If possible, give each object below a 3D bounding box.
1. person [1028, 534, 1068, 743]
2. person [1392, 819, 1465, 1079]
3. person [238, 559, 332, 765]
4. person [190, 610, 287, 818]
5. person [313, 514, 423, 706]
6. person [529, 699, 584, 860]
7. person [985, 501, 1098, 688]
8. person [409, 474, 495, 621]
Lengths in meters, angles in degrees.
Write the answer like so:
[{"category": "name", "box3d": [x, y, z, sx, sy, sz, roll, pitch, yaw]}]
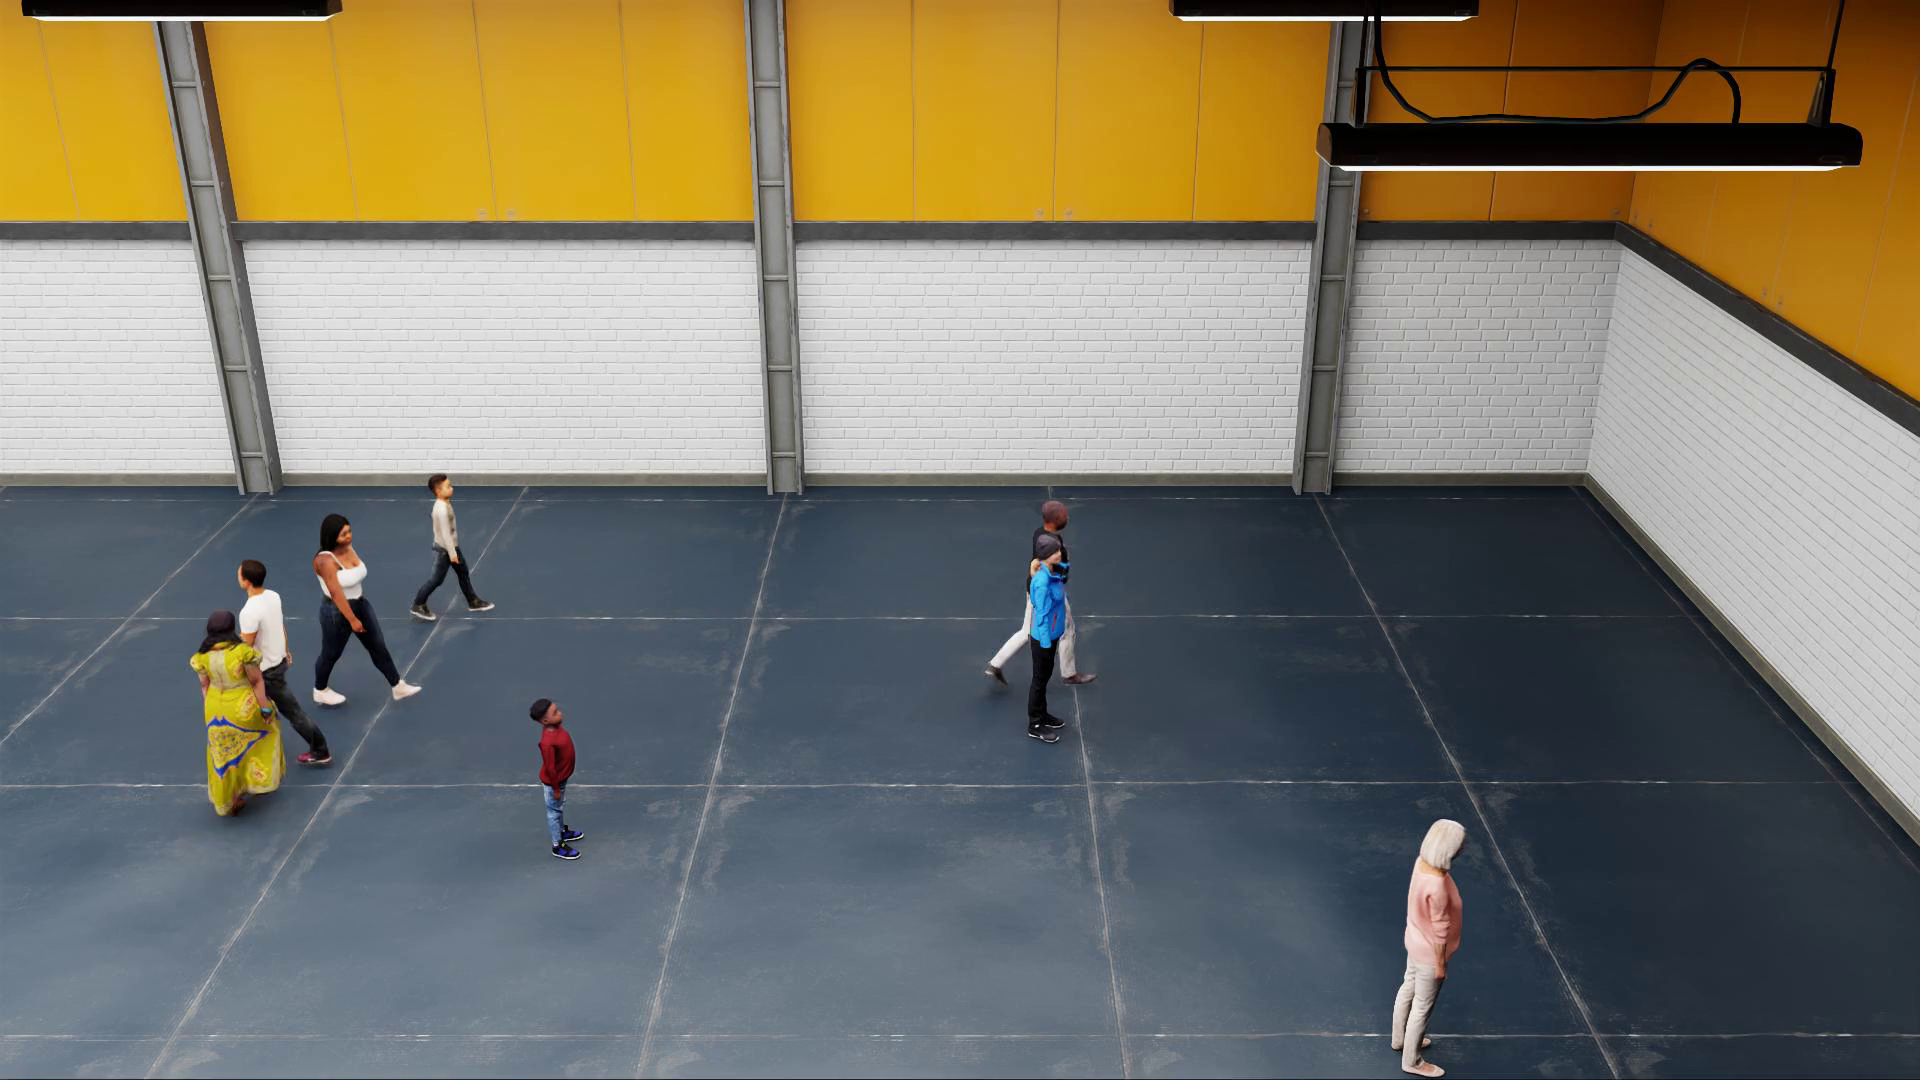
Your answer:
[{"category": "person", "box3d": [0.697, 0.788, 13.647, 0.610, 1.797, 0.667, 6, 24, 14]}, {"category": "person", "box3d": [2.807, 2.424, 9.993, 0.512, 1.725, 0.595, 0, 24, -1]}, {"category": "person", "box3d": [-5.386, 1.018, 13.172, 1.124, 1.755, 0.666, -1, 24, -2]}, {"category": "person", "box3d": [-5.474, 1.354, 12.565, 0.891, 1.625, 0.817, -2, 24, -5]}, {"category": "person", "box3d": [-5.290, 0.641, 14.037, 1.237, 1.753, 0.822, 5, 24, 12]}, {"category": "person", "box3d": [-2.971, 1.722, 12.188, 0.515, 1.254, 0.515, -2, 24, -4]}, {"category": "person", "box3d": [0.653, 0.518, 14.298, 1.311, 1.770, 0.898, -7, 24, -15]}, {"category": "person", "box3d": [-4.933, 0.085, 15.697, 1.035, 1.441, 0.682, -4, 24, -8]}]
